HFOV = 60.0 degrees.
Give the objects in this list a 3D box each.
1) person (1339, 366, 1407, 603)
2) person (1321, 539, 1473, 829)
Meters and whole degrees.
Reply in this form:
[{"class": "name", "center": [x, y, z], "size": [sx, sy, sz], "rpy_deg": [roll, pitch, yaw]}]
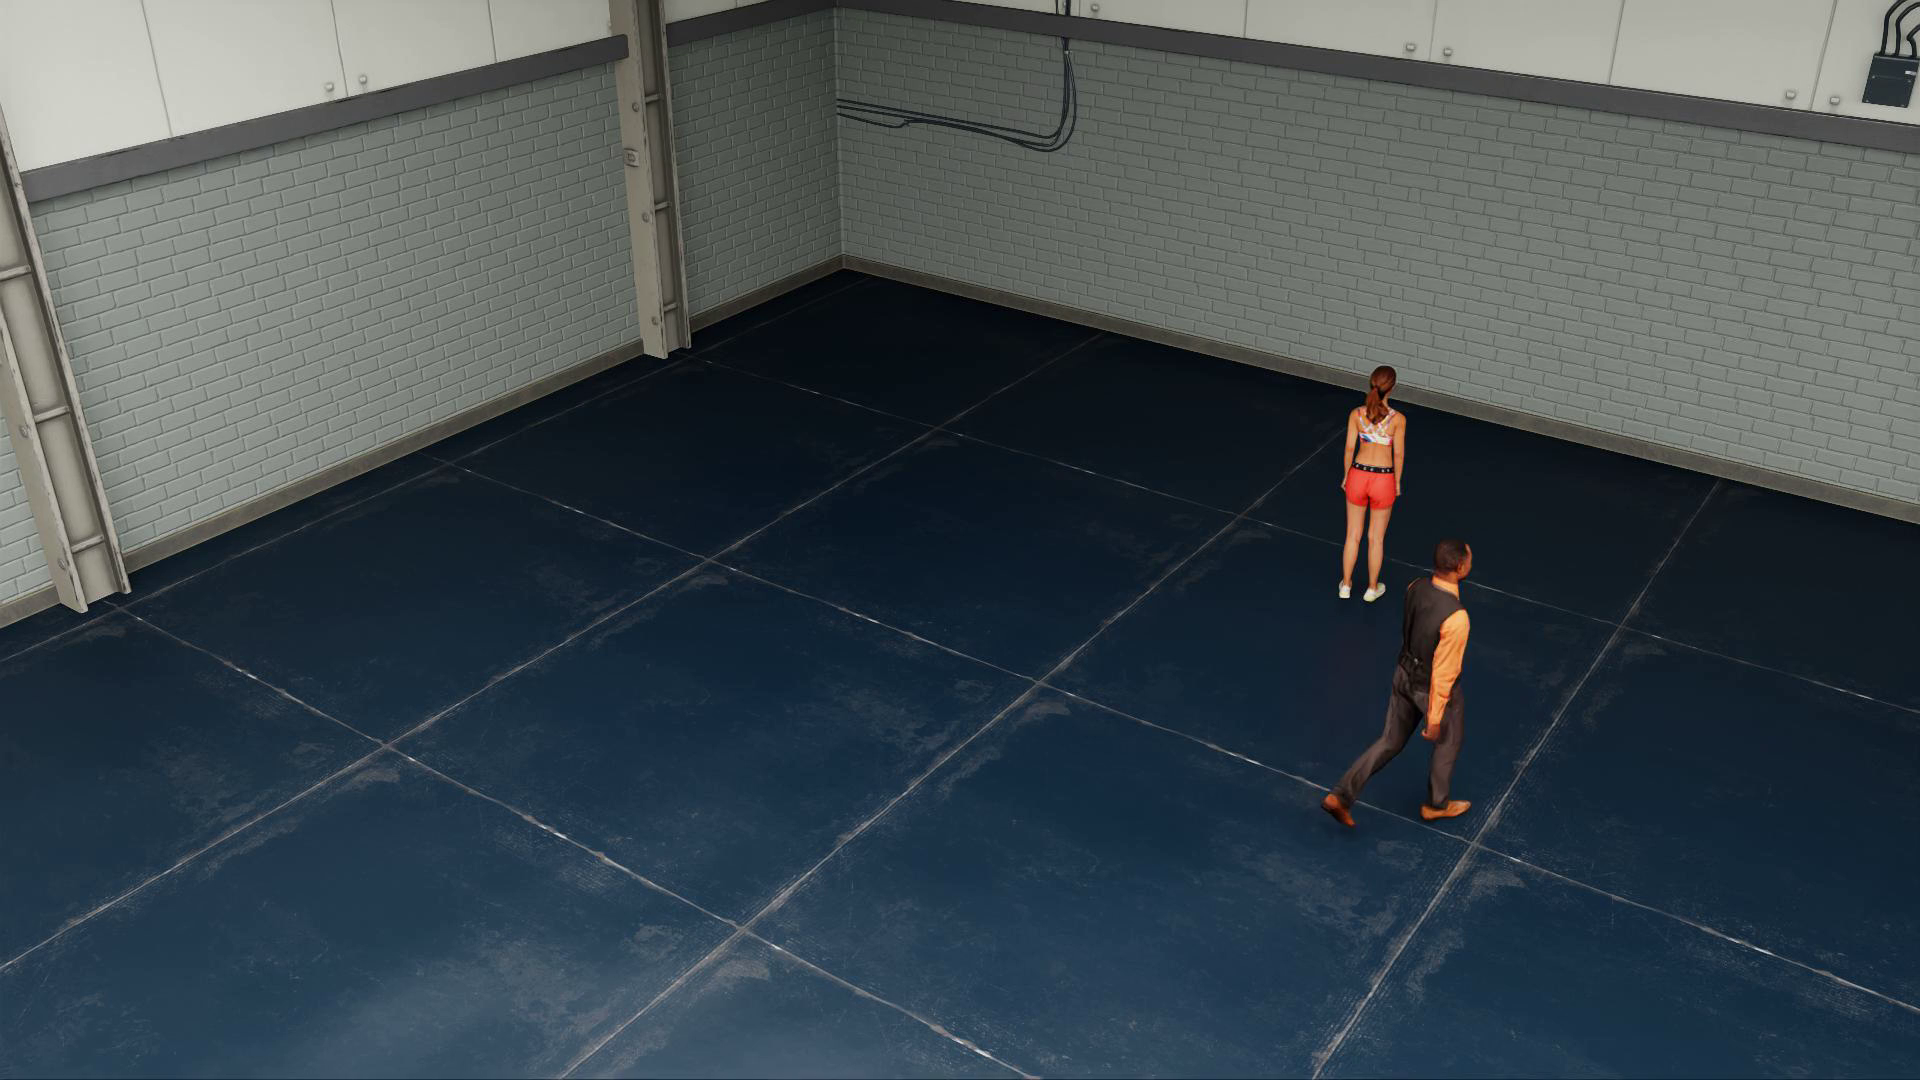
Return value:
[{"class": "person", "center": [2.922, -0.392, 11.831], "size": [0.621, 1.791, 0.613], "rpy_deg": [12, 30, 21]}, {"class": "person", "center": [2.525, 0.877, 9.359], "size": [1.320, 1.875, 1.167], "rpy_deg": [-10, 30, -18]}]
